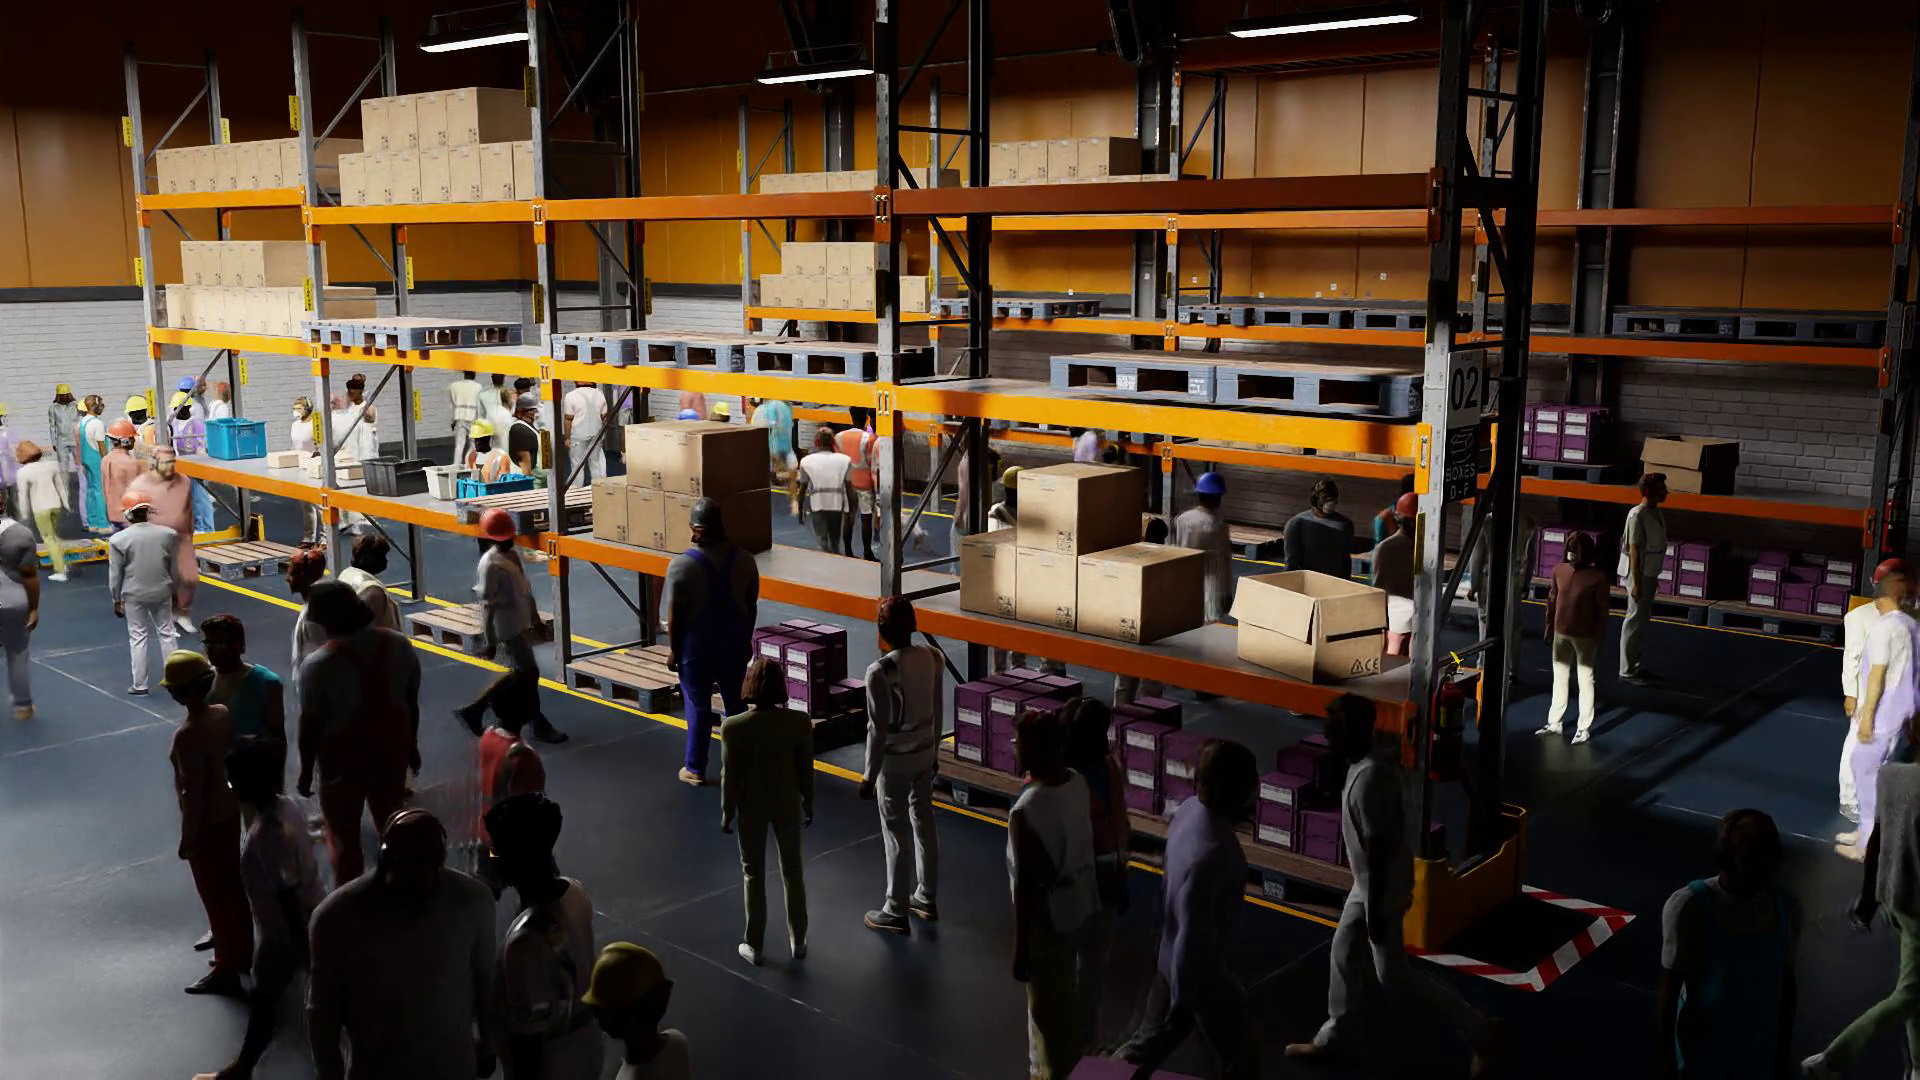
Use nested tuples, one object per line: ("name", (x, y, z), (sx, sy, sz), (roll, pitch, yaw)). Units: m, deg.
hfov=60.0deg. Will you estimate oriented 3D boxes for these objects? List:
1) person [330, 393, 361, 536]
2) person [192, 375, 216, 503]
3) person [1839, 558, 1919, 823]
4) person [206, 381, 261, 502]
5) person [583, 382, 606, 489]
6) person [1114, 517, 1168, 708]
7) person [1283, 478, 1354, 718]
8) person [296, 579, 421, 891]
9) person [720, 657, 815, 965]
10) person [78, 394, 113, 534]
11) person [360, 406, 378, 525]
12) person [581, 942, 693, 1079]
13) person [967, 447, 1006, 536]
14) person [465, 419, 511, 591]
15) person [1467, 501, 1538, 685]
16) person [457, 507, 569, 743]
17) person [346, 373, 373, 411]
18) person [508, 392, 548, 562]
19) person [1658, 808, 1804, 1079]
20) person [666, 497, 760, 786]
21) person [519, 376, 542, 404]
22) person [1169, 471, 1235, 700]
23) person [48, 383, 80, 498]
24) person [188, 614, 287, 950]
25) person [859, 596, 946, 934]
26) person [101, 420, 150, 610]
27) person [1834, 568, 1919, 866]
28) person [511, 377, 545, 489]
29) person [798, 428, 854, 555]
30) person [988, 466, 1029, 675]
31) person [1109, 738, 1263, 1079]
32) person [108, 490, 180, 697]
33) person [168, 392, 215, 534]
("person", (-8.094, -0.978, 21.668), (0.546, 1.878, 0.697), (6, 12, 30))
("person", (-11.187, -1.479, 24.489), (0.401, 1.894, 0.651), (-4, 11, -22))
("person", (6.067, 0.982, 10.937), (0.564, 1.755, 0.321), (-2, 10, -11))
("person", (-10.803, -1.391, 24.203), (1.004, 1.828, 0.612), (-6, 12, -29))
("person", (-5.632, -1.700, 25.612), (0.361, 1.930, 0.589), (-4, 11, -23))
("person", (1.353, 0.735, 12.147), (0.630, 1.831, 0.429), (10, 14, 44))
("person", (2.887, 0.457, 13.396), (0.627, 1.940, 0.371), (-4, 11, -20))
("person", (-3.316, 1.146, 9.212), (0.604, 2.000, 0.731), (9, 13, 41))
("person", (-1.014, 1.425, 8.782), (0.507, 1.631, 0.266), (-4, 11, -19))
("person", (-11.357, -0.991, 21.874), (0.506, 1.839, 0.341), (7, 12, 36))
("person", (-8.059, -1.006, 22.594), (0.362, 1.623, 0.522), (-5, 11, -25))
("person", (-0.946, 2.046, 4.951), (0.340, 1.757, 0.532), (2, 10, 10))
("person", (0.288, 0.035, 15.975), (0.532, 1.871, 0.321), (3, 11, 19))
("person", (-5.146, -0.366, 18.125), (0.585, 1.917, 0.409), (4, 11, 22))
("person", (4.636, 0.351, 14.286), (0.590, 1.837, 0.404), (-2, 10, -9))
("person", (-3.409, 0.651, 12.508), (0.774, 1.865, 0.574), (0, 10, -1))
("person", (-10.107, -1.988, 28.066), (0.514, 1.641, 0.307), (4, 11, 19))
("person", (-5.152, -0.766, 20.023), (0.537, 2.000, 0.674), (-2, 10, -14))
("person", (2.734, 1.828, 5.950), (0.502, 1.836, 0.342), (-1, 10, -6))
("person", (-1.777, 0.701, 11.729), (0.674, 2.000, 0.536), (-6, 12, -30))
("person", (-7.236, -2.011, 27.938), (0.491, 1.731, 0.325), (3, 10, 16))
("person", (2.028, 0.391, 13.805), (0.459, 1.930, 0.616), (-5, 11, -27))
("person", (-13.360, -1.482, 24.936), (0.485, 1.736, 0.314), (-6, 11, -29))
("person", (-3.876, 1.290, 8.944), (0.563, 1.847, 0.392), (2, 10, 10))
("person", (-0.320, 1.228, 9.183), (0.355, 1.887, 0.573), (9, 13, 41))
("person", (-8.618, -0.251, 17.239), (0.612, 1.995, 0.378), (6, 12, 31))
("person", (5.705, 1.076, 10.290), (0.381, 1.804, 0.556), (10, 14, 43))
("person", (-6.075, -1.306, 23.305), (0.600, 1.959, 0.380), (3, 11, 18))
("person", (-1.487, -0.335, 18.248), (0.595, 1.796, 0.939), (-2, 10, -13))
("person", (0.457, 0.306, 14.339), (0.398, 1.911, 0.591), (8, 13, 40))
("person", (0.910, 1.689, 6.612), (1.062, 1.890, 0.641), (0, 10, -1))
("person", (-6.878, 0.442, 14.030), (0.349, 1.744, 0.568), (9, 14, 43))
("person", (-9.927, -0.953, 21.443), (0.588, 1.916, 0.417), (8, 13, 39))
